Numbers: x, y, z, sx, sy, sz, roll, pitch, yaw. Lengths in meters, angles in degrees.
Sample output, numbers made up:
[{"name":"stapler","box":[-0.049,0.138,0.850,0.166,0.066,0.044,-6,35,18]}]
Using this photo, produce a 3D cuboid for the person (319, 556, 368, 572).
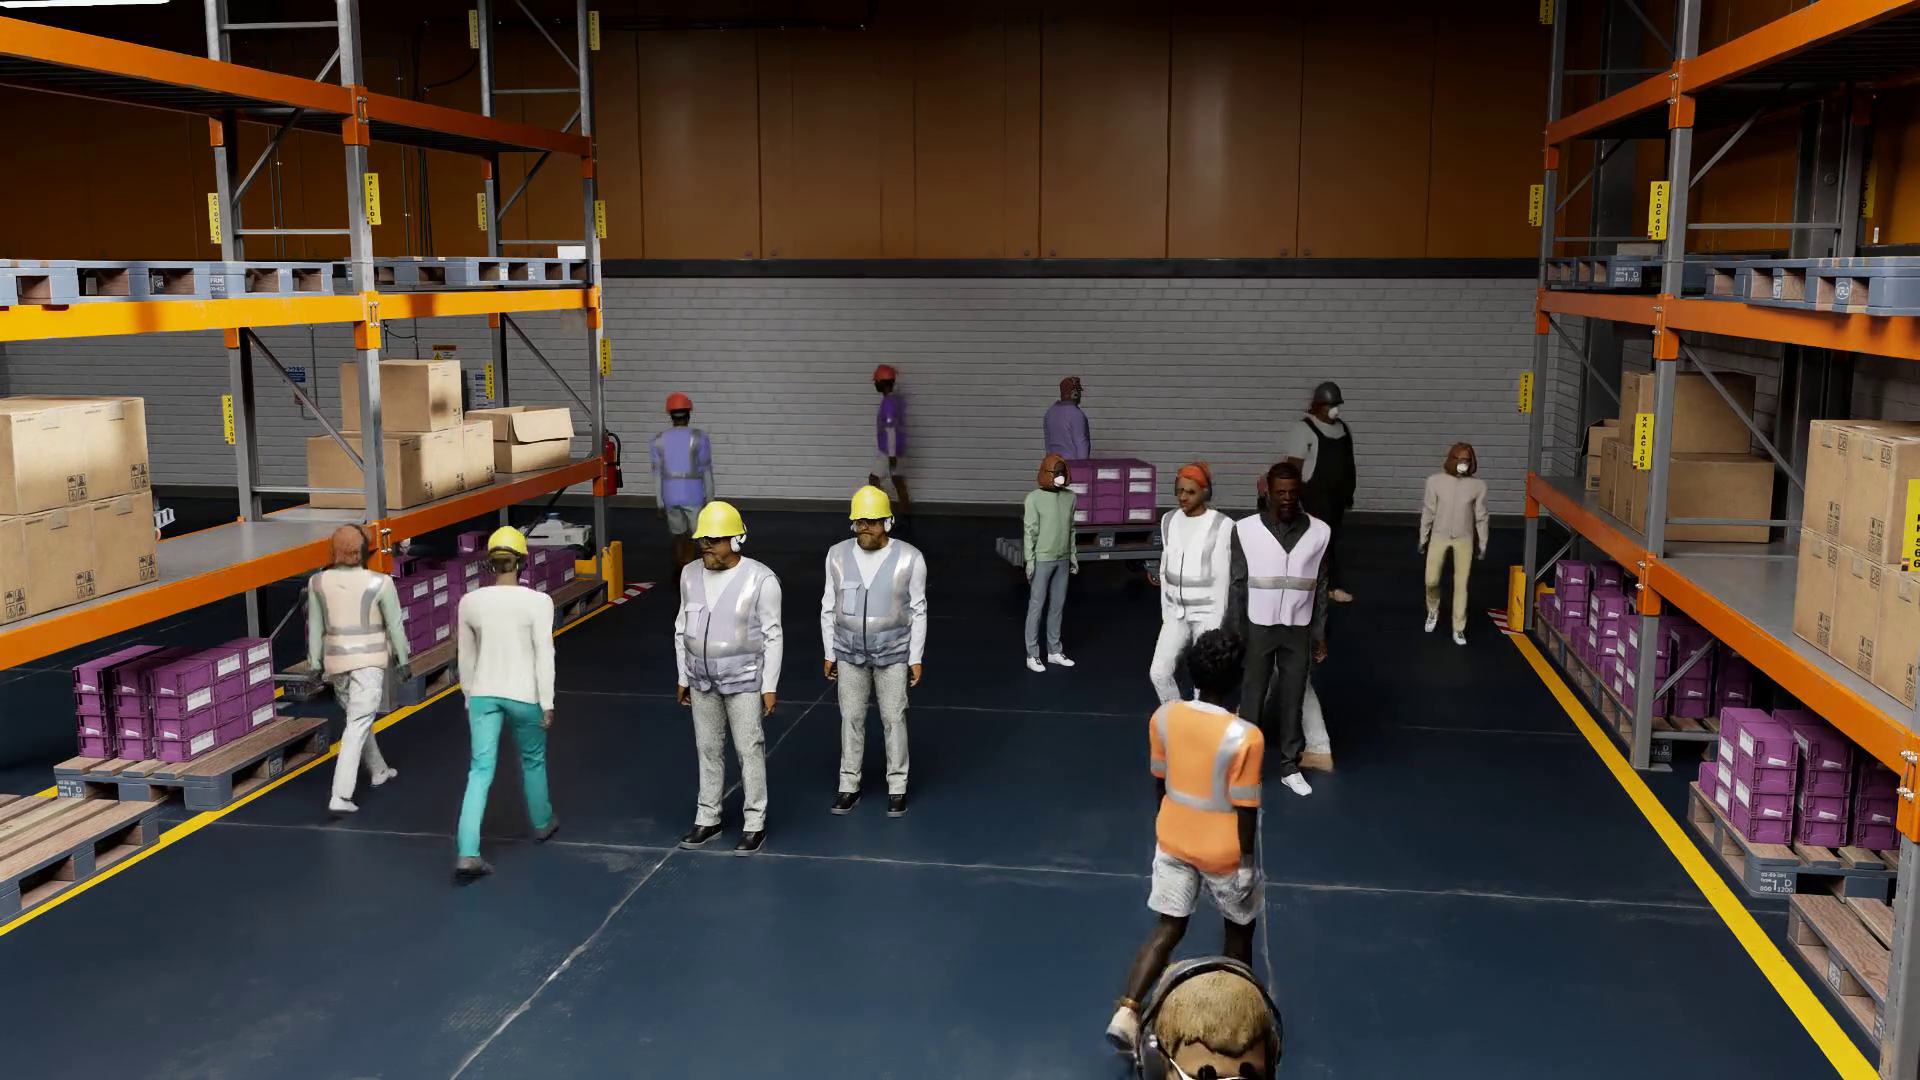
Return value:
[{"name":"person","box":[-5.203,-0.060,13.926,0.543,1.598,0.827,2,9,13]}]

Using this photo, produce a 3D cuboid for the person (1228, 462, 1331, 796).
[{"name":"person","box":[1.820,0.506,9.506,0.593,1.920,0.391,-1,9,-6]}]

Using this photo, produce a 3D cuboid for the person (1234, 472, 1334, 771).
[{"name":"person","box":[1.917,0.472,10.145,0.974,1.783,0.642,7,12,38]}]

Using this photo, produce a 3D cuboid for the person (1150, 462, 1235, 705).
[{"name":"person","box":[1.375,0.462,9.954,0.572,1.864,0.472,9,13,43]}]

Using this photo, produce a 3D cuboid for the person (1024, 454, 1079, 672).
[{"name":"person","box":[0.687,0.164,12.487,0.507,1.631,0.266,-7,12,-38]}]

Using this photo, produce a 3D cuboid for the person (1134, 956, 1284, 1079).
[{"name":"person","box":[0.381,1.590,2.823,0.628,1.922,0.440,-3,10,-16]}]

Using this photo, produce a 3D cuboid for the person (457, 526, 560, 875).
[{"name":"person","box":[-2.299,0.801,8.387,0.555,1.701,0.927,1,9,6]}]

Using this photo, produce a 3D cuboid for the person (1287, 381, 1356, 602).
[{"name":"person","box":[3.327,-0.500,15.333,0.683,2.000,0.966,-6,11,-32]}]

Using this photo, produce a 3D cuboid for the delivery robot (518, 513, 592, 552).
[{"name":"delivery robot","box":[-4.069,-0.028,16.703,0.707,0.478,0.477,0,9,-3]}]

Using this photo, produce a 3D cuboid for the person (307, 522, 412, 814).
[{"name":"person","box":[-3.376,0.700,9.312,0.524,1.595,0.878,1,9,9]}]

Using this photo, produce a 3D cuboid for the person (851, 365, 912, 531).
[{"name":"person","box":[-0.926,-1.048,19.094,0.825,1.908,0.572,2,9,10]}]

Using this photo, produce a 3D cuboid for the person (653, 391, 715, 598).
[{"name":"person","box":[-2.497,-0.371,14.930,0.566,1.915,0.649,2,9,12]}]

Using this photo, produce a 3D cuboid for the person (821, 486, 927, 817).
[{"name":"person","box":[-0.479,0.610,9.126,0.592,1.833,0.404,2,9,9]}]

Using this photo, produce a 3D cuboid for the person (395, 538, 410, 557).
[{"name":"person","box":[-5.344,-0.545,15.755,0.393,1.990,0.617,6,11,32]}]

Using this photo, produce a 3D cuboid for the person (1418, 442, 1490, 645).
[{"name":"person","box":[3.979,0.016,13.417,0.553,1.623,0.431,2,9,12]}]

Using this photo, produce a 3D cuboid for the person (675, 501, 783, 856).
[{"name":"person","box":[-1.205,0.707,8.529,0.600,1.830,0.404,4,10,22]}]

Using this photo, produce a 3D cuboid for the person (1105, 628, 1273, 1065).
[{"name":"person","box":[0.881,1.158,6.258,0.781,1.668,0.537,-9,13,-43]}]

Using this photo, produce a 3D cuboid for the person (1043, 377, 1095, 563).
[{"name":"person","box":[1.139,-0.723,17.116,0.407,1.910,0.638,-6,11,-32]}]
